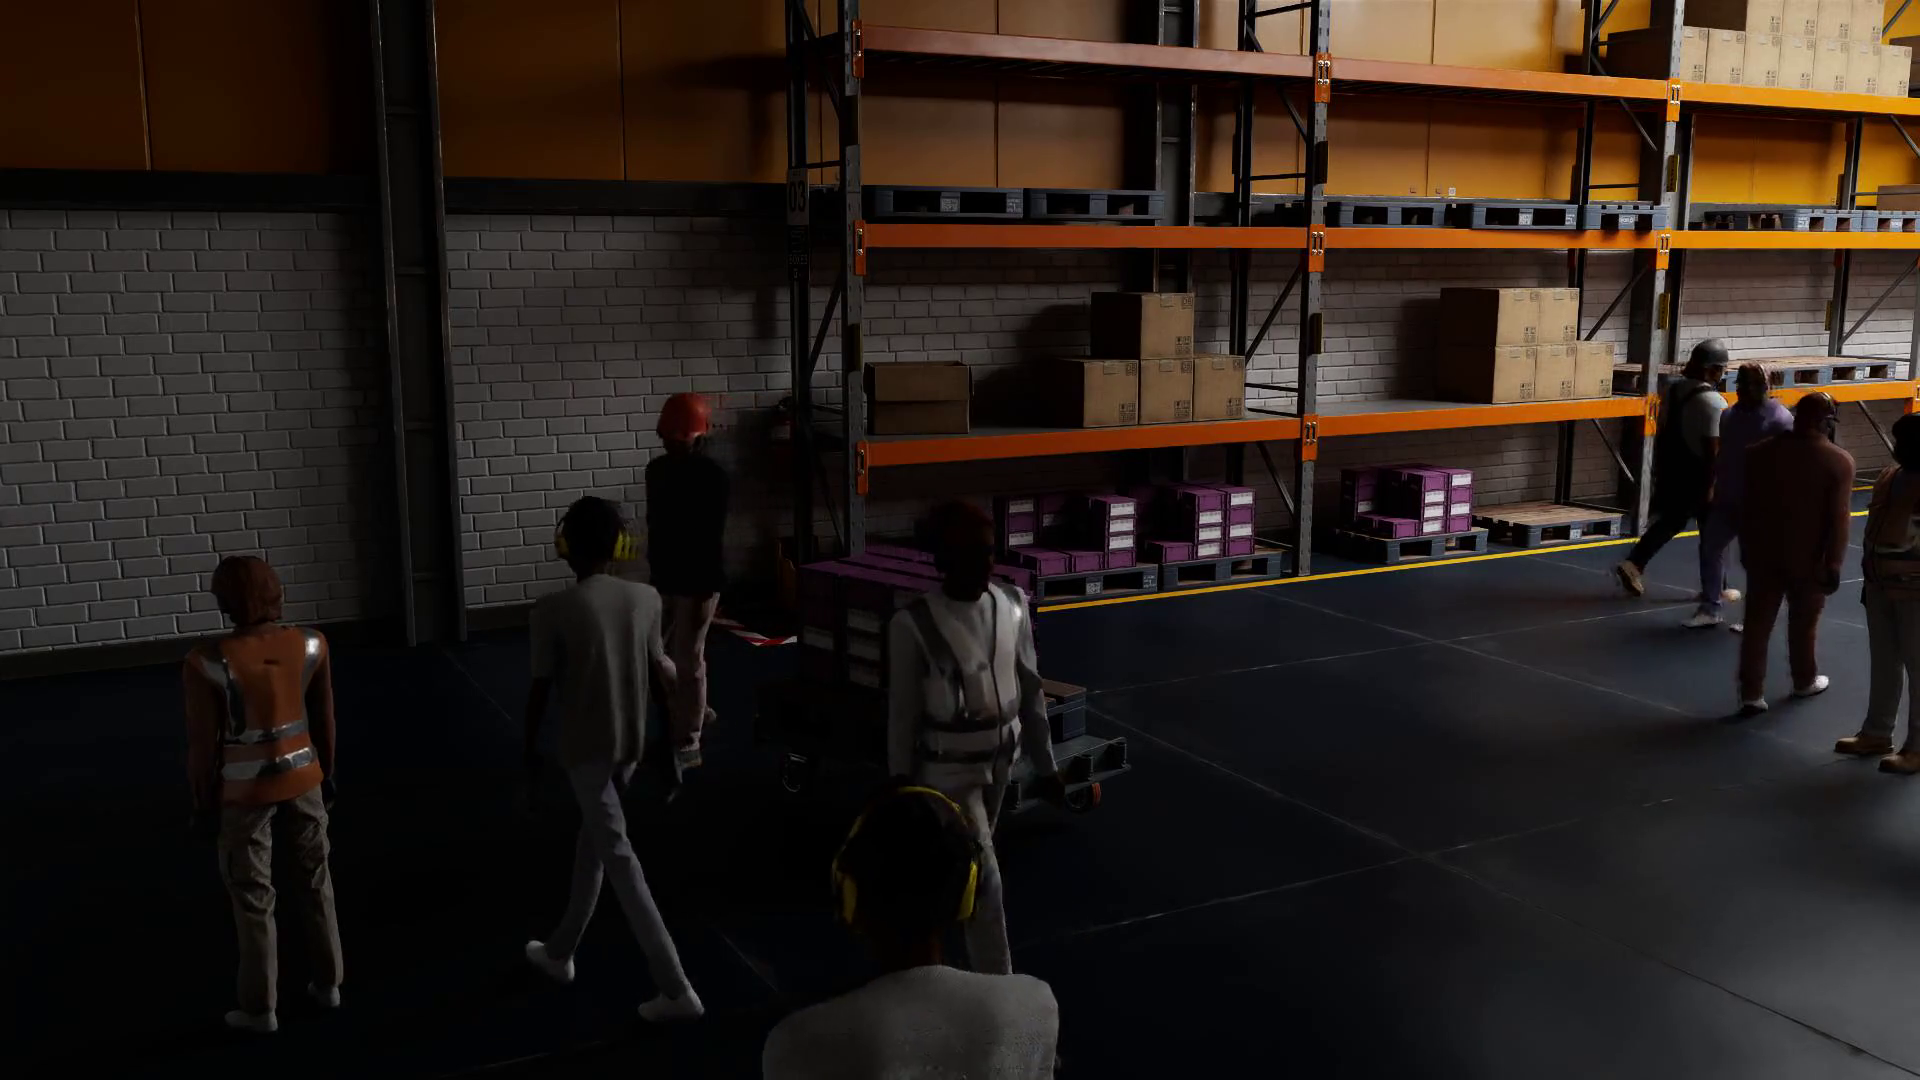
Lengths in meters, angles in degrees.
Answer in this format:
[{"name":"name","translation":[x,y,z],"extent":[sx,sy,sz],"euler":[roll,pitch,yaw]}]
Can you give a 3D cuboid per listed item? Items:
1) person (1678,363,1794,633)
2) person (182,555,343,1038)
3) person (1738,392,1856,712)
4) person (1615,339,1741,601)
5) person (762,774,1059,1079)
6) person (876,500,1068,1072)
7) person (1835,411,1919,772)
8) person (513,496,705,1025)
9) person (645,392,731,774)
[{"name":"person","translation":[5.333,-0.272,11.447],"extent":[0.757,1.880,0.680],"euler":[-4,11,-21]},{"name":"person","translation":[-2.353,0.862,5.644],"extent":[0.310,1.636,0.523],"euler":[8,13,40]},{"name":"person","translation":[4.809,0.072,9.613],"extent":[0.980,1.851,0.661],"euler":[-9,13,-42]},{"name":"person","translation":[5.481,-0.536,12.530],"extent":[0.882,2.000,0.685],"euler":[-3,10,-15]},{"name":"person","translation":[-0.089,1.272,2.742],"extent":[0.540,1.821,0.943],"euler":[-4,10,-20]},{"name":"person","translation":[-0.005,0.769,5.613],"extent":[0.963,1.848,0.587],"euler":[10,14,44]},{"name":"person","translation":[4.849,0.259,8.530],"extent":[0.429,1.840,0.636],"euler":[-2,10,-9]},{"name":"person","translation":[-1.247,0.761,5.766],"extent":[0.959,1.814,0.558],"euler":[9,13,41]},{"name":"person","translation":[-1.396,0.225,8.369],"extent":[0.620,1.958,0.436],"euler":[8,13,39]}]
